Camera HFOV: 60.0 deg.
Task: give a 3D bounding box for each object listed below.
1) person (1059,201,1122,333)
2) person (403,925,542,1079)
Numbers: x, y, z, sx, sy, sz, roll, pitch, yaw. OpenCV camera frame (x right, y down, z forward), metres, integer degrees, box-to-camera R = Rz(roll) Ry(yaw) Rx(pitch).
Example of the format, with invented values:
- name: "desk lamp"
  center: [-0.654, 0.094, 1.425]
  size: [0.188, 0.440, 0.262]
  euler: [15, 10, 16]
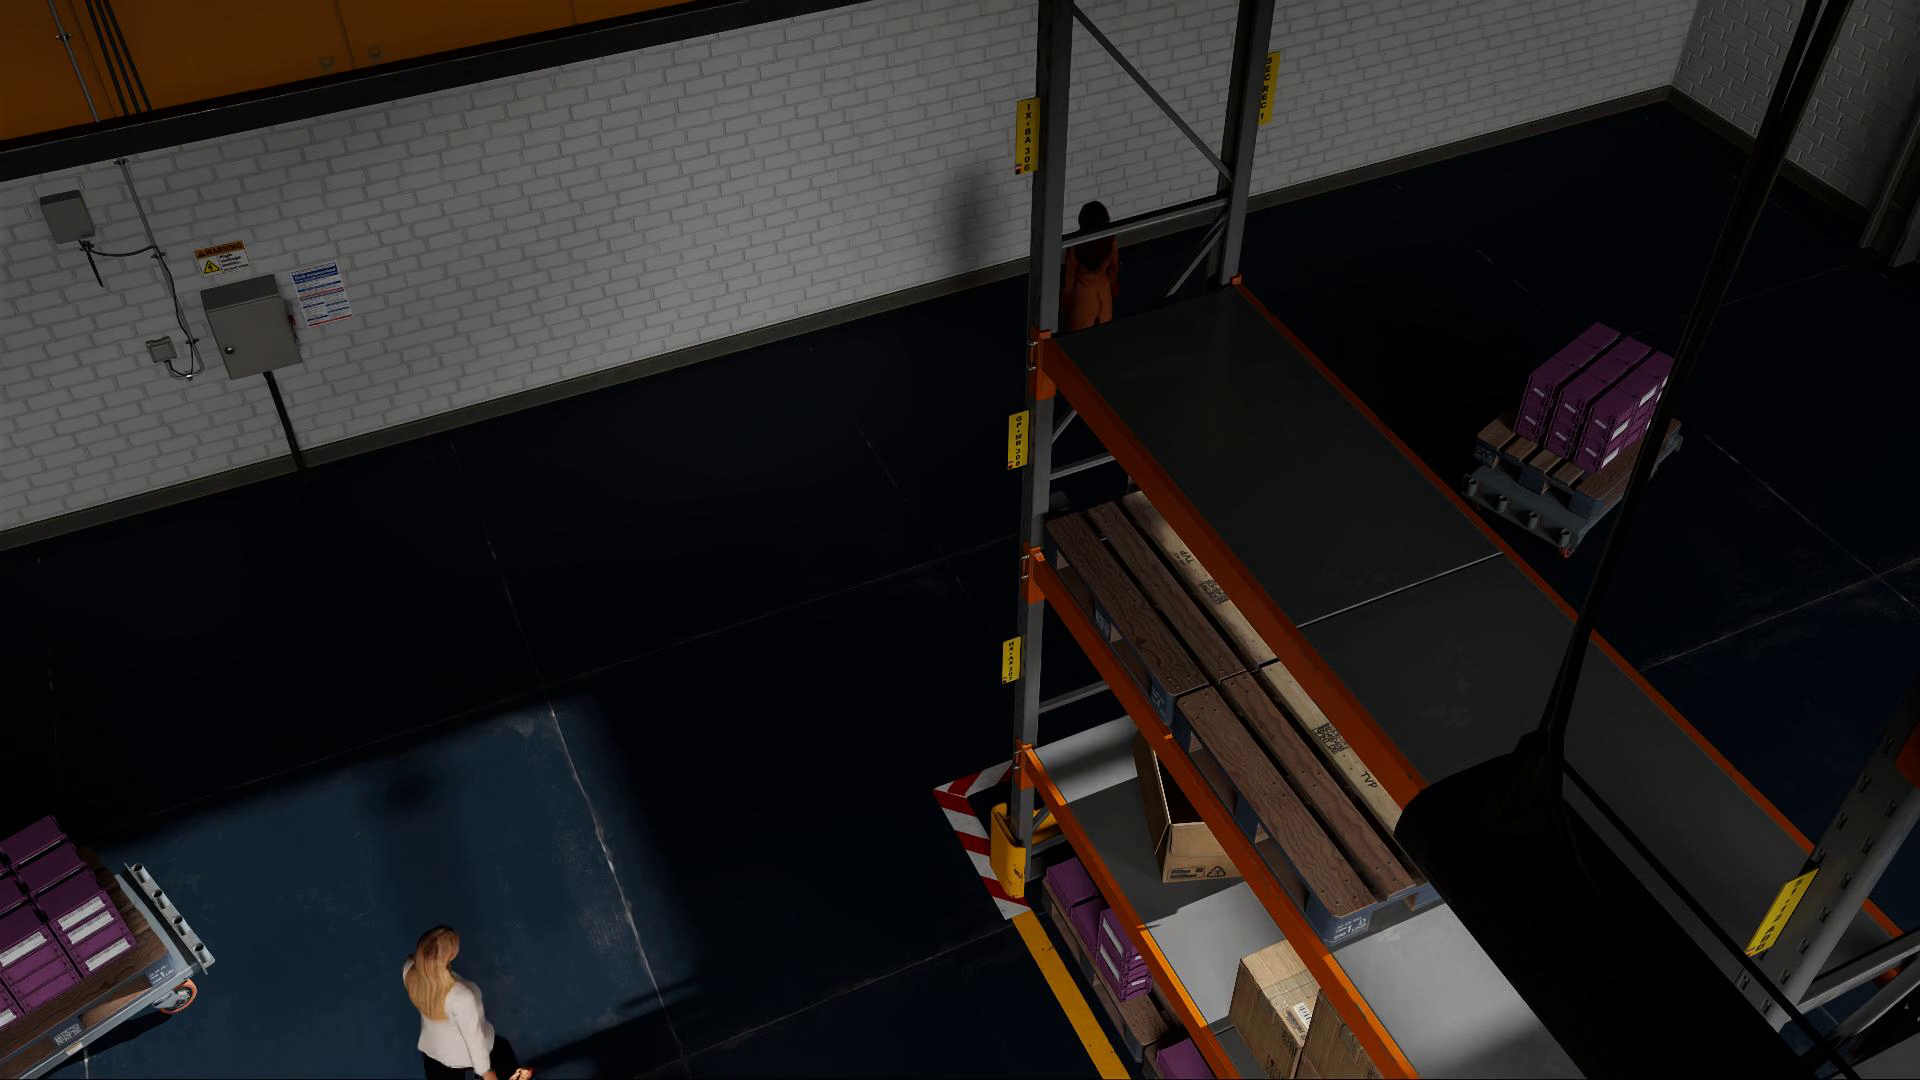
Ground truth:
- name: "person"
  center: [1.005, -1.876, 12.921]
  size: [0.705, 1.727, 0.626]
  euler: [-12, 45, -12]
- name: "person"
  center: [-2.508, 2.572, 8.186]
  size: [1.106, 1.819, 1.145]
  euler: [17, 46, 17]
